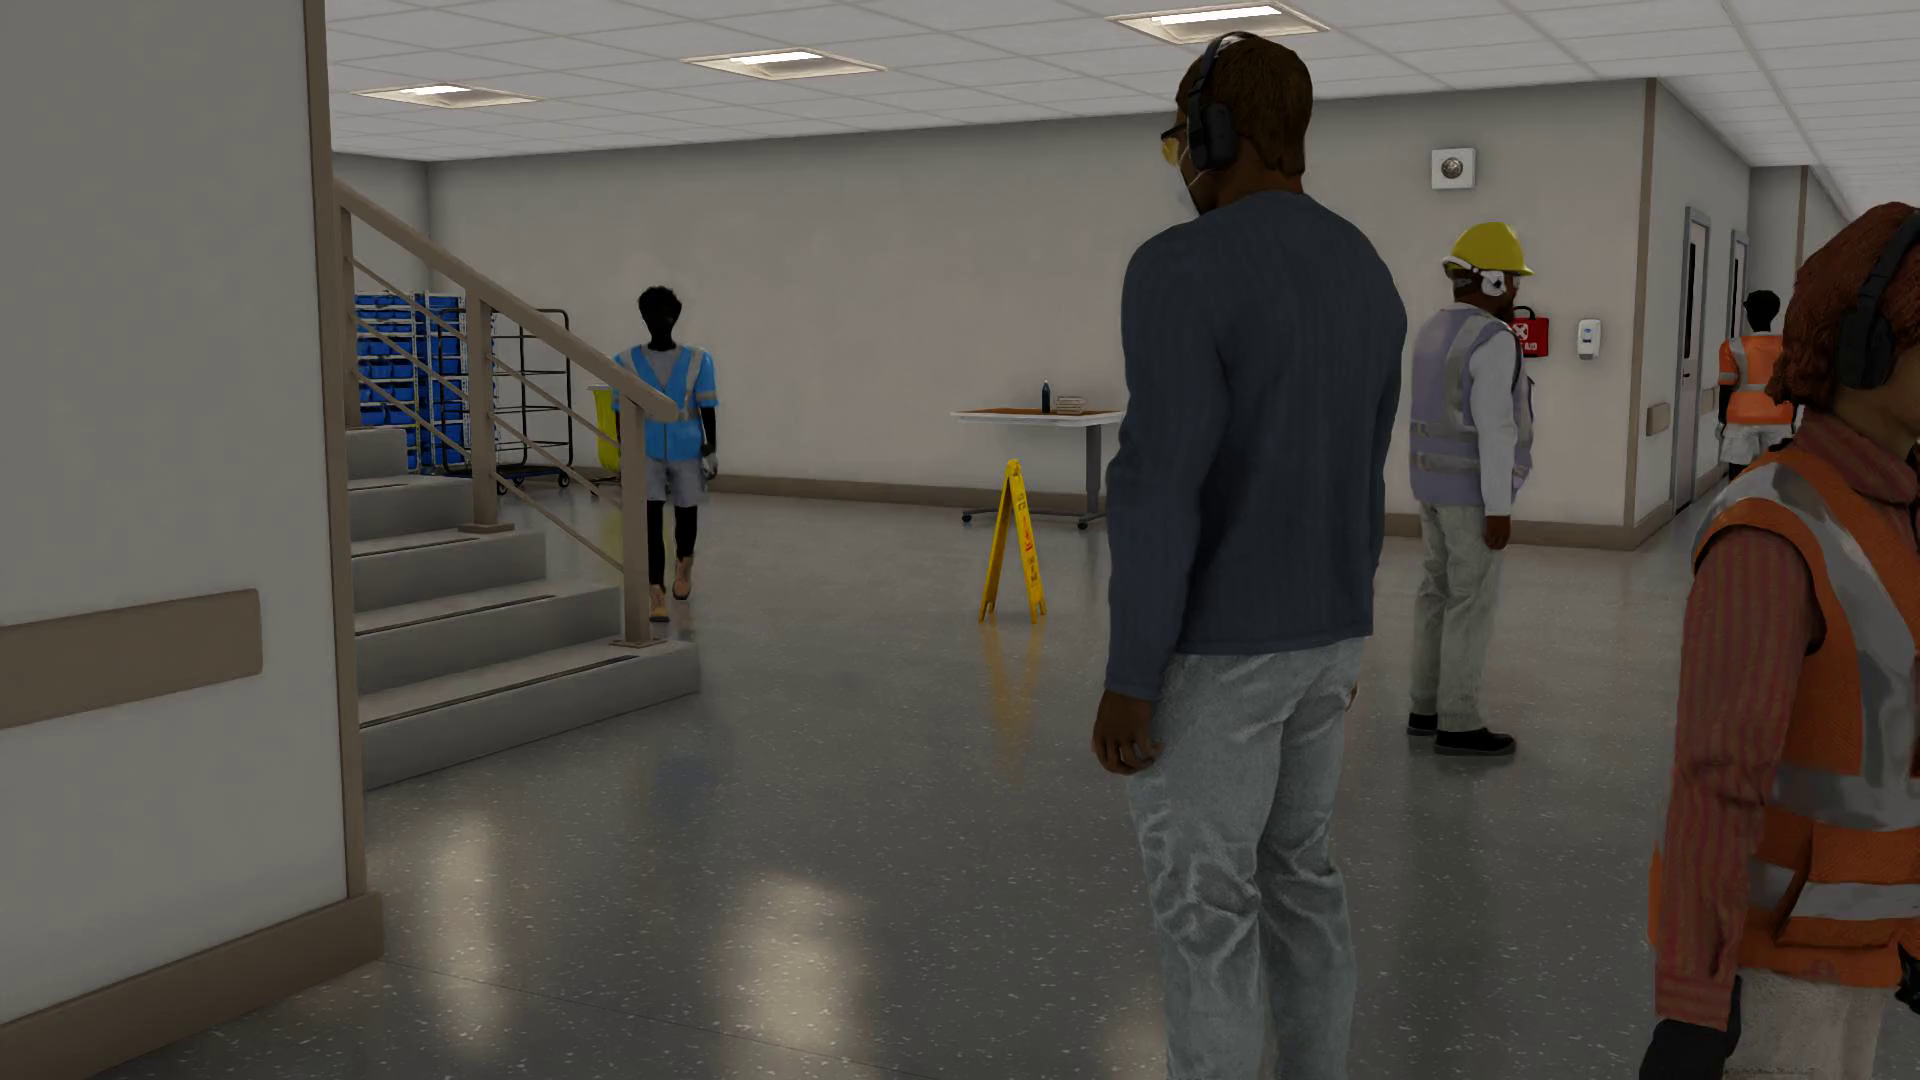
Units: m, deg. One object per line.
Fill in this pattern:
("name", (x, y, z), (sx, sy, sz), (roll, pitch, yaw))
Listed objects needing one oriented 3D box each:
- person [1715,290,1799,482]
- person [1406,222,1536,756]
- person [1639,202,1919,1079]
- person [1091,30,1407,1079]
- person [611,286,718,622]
("person", (5.127, -0.756, 10.696), (0.532, 1.695, 0.319), (1, 7, 8))
("person", (1.763, -0.176, 5.757), (0.403, 1.823, 0.601), (-1, 7, -9))
("person", (0.909, 0.446, 1.836), (0.698, 1.600, 0.467), (-7, 10, -44))
("person", (0.461, 0.177, 2.642), (0.373, 1.929, 0.636), (7, 10, 44))
("person", (-1.501, -0.454, 8.480), (0.534, 1.669, 0.766), (-1, 8, -11))
